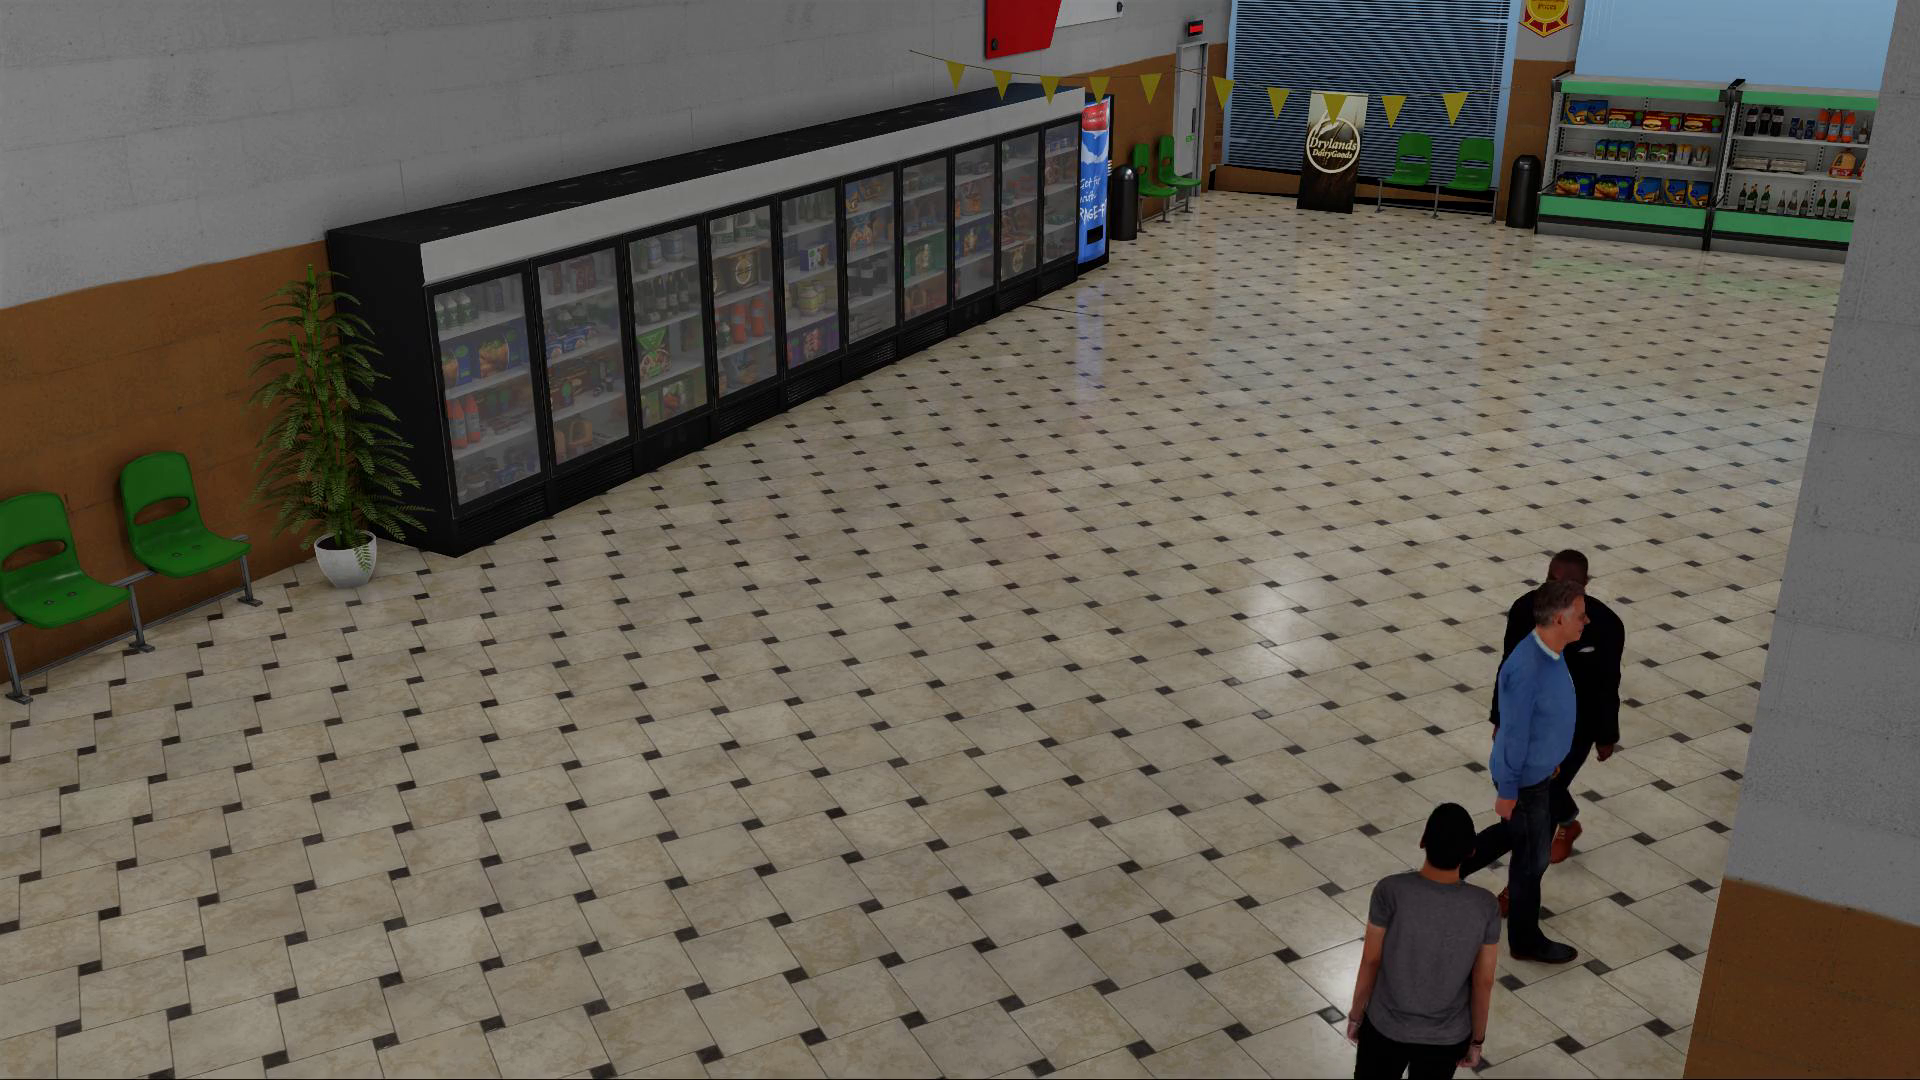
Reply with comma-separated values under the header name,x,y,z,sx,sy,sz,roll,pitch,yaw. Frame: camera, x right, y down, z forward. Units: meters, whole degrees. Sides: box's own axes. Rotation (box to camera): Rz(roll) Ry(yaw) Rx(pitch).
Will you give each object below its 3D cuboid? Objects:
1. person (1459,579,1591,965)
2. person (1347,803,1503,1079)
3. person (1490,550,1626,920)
name,x,y,z,sx,sy,sz,roll,pitch,yaw
person,2.485,1.004,7.520,0.975,1.788,0.713,15,26,33
person,1.591,1.732,5.782,1.007,1.733,0.934,2,22,5
person,2.871,0.865,7.890,1.009,1.769,1.227,-19,29,-39
